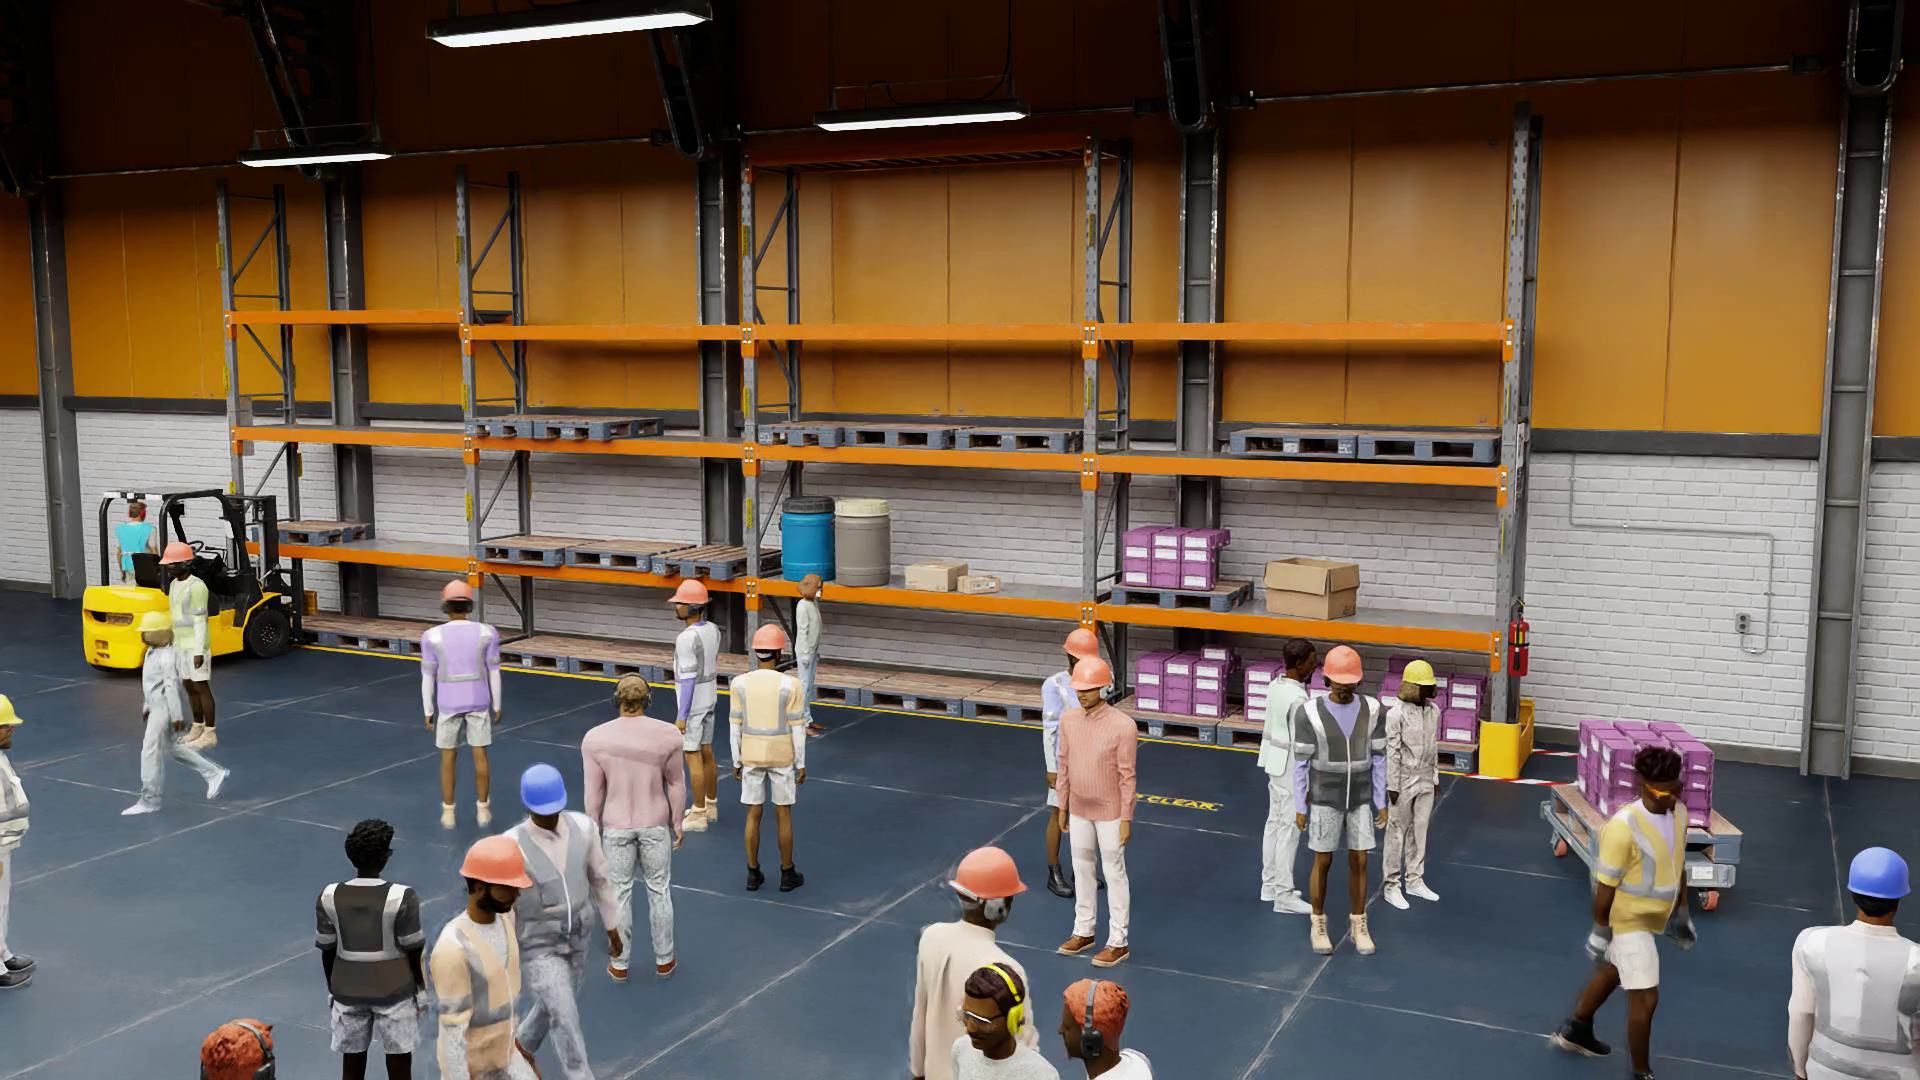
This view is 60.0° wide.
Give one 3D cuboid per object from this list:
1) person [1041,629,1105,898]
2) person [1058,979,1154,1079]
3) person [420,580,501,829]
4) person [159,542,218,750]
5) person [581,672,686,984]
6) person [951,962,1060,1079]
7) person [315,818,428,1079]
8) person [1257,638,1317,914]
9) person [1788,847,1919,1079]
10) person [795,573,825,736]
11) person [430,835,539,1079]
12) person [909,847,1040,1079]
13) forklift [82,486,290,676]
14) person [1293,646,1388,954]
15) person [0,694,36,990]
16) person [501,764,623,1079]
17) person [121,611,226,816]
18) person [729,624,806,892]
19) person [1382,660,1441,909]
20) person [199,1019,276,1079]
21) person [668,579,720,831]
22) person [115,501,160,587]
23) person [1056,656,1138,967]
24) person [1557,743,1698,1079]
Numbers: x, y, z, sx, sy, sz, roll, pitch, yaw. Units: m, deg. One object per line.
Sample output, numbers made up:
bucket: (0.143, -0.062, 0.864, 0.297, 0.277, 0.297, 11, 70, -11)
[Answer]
person: (0.845, 1.583, 11.946, 0.542, 1.928, 0.374, -5, 9, -36)
person: (0.493, 2.382, 5.573, 0.355, 1.876, 0.574, 3, 7, 21)
person: (-4.079, 1.336, 13.592, 0.621, 2.020, 0.454, -2, 7, -18)
person: (-7.511, 1.024, 16.162, 0.601, 2.035, 0.418, 6, 9, 40)
person: (-2.012, 1.775, 10.310, 0.629, 1.940, 0.373, -2, 7, -13)
person: (0.133, 2.363, 5.771, 0.509, 1.863, 0.331, 7, 10, 45)
person: (-2.810, 2.177, 7.995, 0.531, 1.692, 0.320, 1, 7, 5)
person: (2.284, 1.629, 11.607, 0.371, 1.915, 0.597, -1, 7, -8)
person: (3.675, 2.202, 6.735, 0.605, 1.949, 0.382, 6, 9, 39)
person: (-1.516, 1.145, 16.764, 0.280, 1.633, 0.498, 1, 7, 9)
person: (-1.952, 2.189, 7.001, 0.658, 1.907, 0.582, 2, 7, 16)
person: (0.169, 2.195, 6.757, 0.982, 1.946, 0.661, -5, 8, -33)
forklift: (-9.426, 0.454, 20.179, 1.214, 2.155, 2.313, 3, 8, 26)
person: (2.465, 1.678, 10.758, 0.612, 2.029, 0.409, -1, 7, -5)
person: (-5.932, 1.847, 10.211, 0.403, 1.821, 0.601, -4, 8, -28)
person: (-2.125, 2.019, 8.535, 0.667, 1.894, 0.925, -7, 10, -45)
person: (-6.685, 1.431, 14.075, 0.790, 1.714, 0.485, -5, 8, -35)
person: (-1.377, 1.570, 12.022, 0.551, 1.932, 0.376, 1, 7, 8)
person: (3.202, 1.703, 11.701, 0.493, 1.743, 0.295, -4, 8, -33)
person: (-2.232, 2.424, 5.202, 0.581, 1.878, 0.361, 2, 7, 15)
person: (-2.162, 1.334, 13.500, 0.356, 2.047, 0.615, 2, 7, 14)
person: (-10.832, 0.415, 21.942, 0.571, 1.840, 0.373, 1, 7, 5)
person: (0.856, 1.718, 10.618, 0.608, 1.987, 0.403, 6, 9, 40)
person: (3.514, 1.974, 8.807, 0.636, 1.924, 0.856, -6, 9, -41)
